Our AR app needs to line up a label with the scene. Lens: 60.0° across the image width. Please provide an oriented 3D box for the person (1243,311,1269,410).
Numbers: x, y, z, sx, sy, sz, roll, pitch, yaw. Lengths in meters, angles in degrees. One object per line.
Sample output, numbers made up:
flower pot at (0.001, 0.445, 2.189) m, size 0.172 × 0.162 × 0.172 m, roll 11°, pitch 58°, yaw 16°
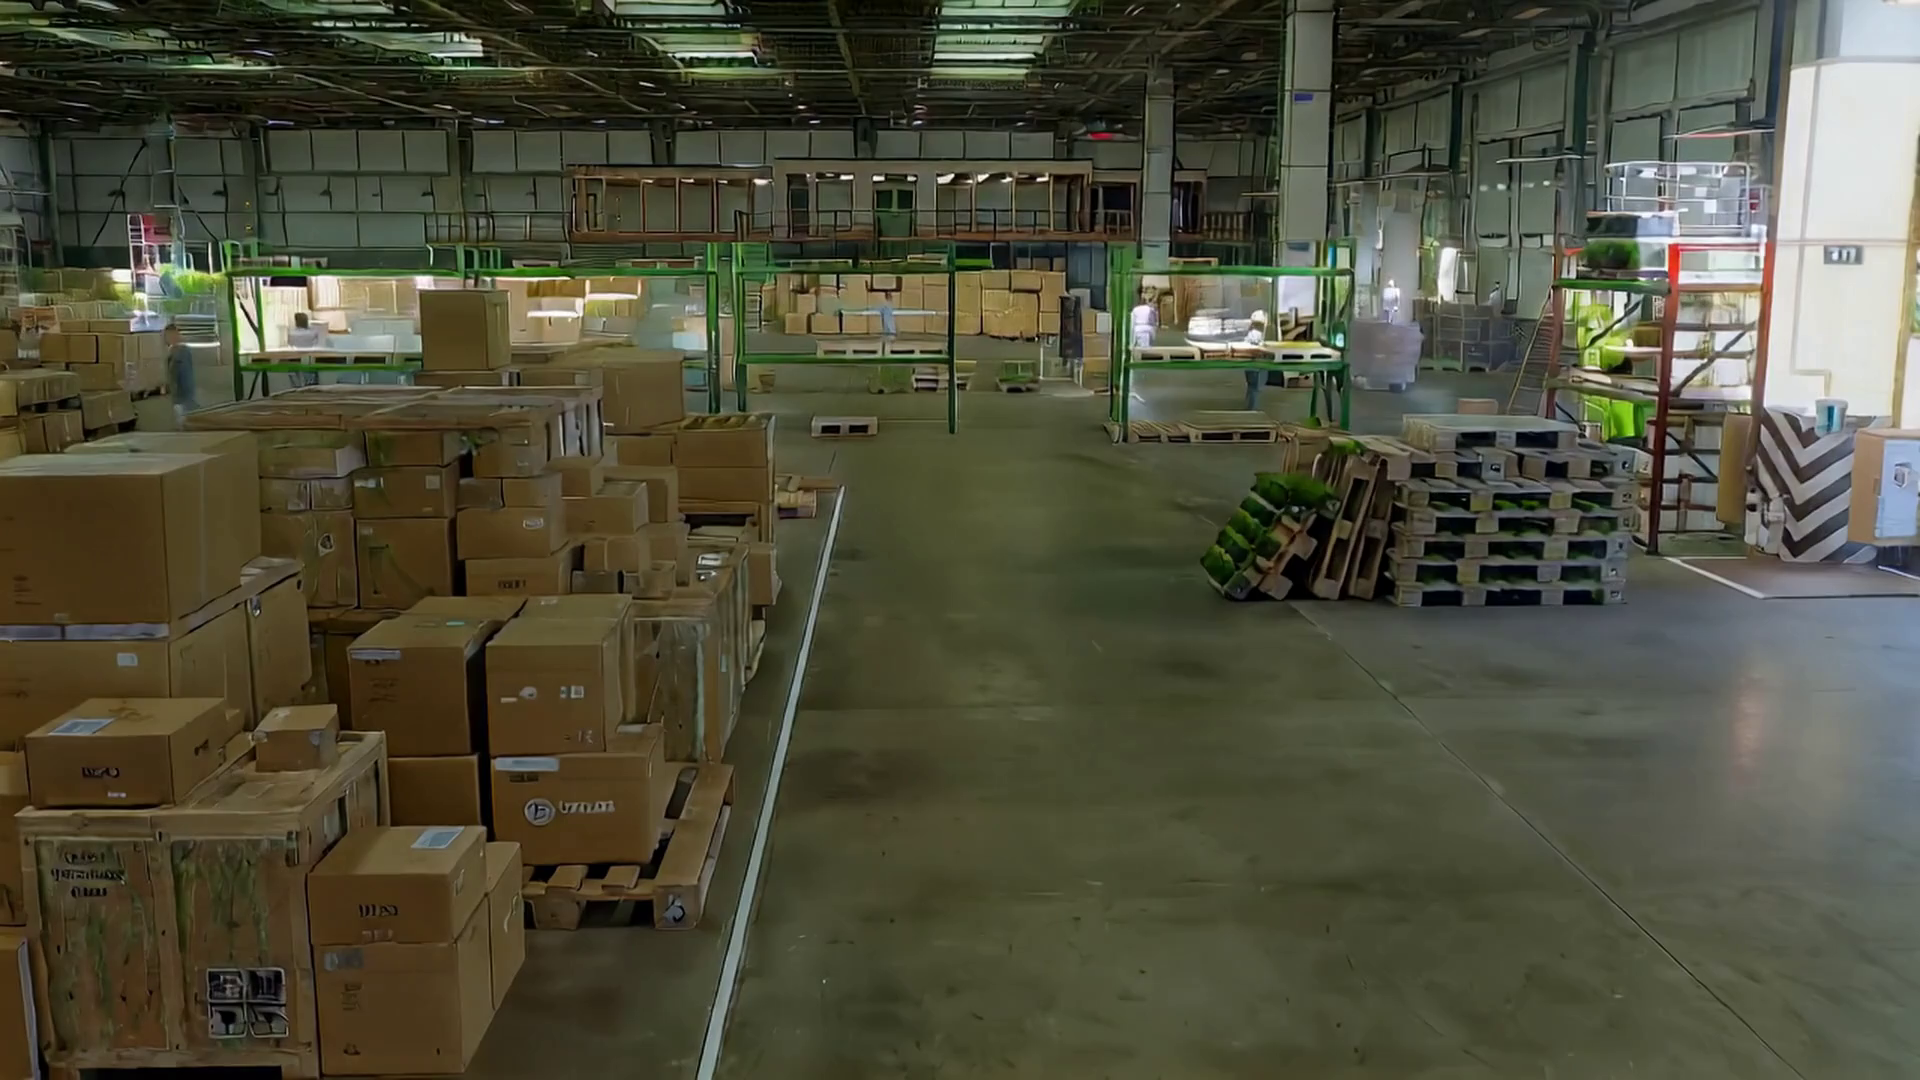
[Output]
person at (4.822, -2.781, 27.170) m, size 0.388 × 1.919 × 0.587 m, roll 1°, pitch 10°, yaw 6°

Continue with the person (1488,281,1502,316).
person at (15.019, -6.301, 46.733) m, size 0.360 × 1.930 × 0.587 m, roll 0°, pitch 10°, yaw -1°

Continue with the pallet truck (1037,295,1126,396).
pallet truck at (2.483, -3.881, 33.060) m, size 1.885 × 1.965 × 0.823 m, roll -7°, pitch 13°, yaw -36°

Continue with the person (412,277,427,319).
person at (-16.986, -7.274, 52.119) m, size 0.604 × 1.925 × 0.796 m, roll 8°, pitch 13°, yaw 38°

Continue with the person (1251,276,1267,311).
person at (11.919, -9.794, 66.052) m, size 0.652 × 1.972 × 0.628 m, roll -3°, pitch 11°, yaw -18°

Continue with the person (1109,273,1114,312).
person at (6.329, -10.565, 70.736) m, size 0.412 × 1.842 × 0.646 m, roll 1°, pitch 10°, yaw 4°

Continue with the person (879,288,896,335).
person at (-1.821, -5.418, 42.003) m, size 0.335 × 1.864 × 0.521 m, roll 8°, pitch 13°, yaw 39°

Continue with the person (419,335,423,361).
person at (-8.329, -2.651, 26.525) m, size 0.581 × 1.882 × 0.339 m, roll 2°, pitch 10°, yaw 12°

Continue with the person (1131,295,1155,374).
person at (4.147, -4.676, 38.000) m, size 0.629 × 1.818 × 0.764 m, roll 0°, pitch 10°, yaw 3°

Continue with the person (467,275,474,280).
person at (-20.314, -10.216, 68.774) m, size 0.508 × 1.847 × 0.345 m, roll -2°, pitch 10°, yaw -11°

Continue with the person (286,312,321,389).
person at (-10.903, -2.848, 27.658) m, size 0.520 × 1.874 × 0.332 m, roll -3°, pitch 11°, yaw -17°

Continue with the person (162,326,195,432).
person at (-10.348, -1.886, 22.159) m, size 0.530 × 1.923 × 0.632 m, roll -1°, pitch 10°, yaw -6°

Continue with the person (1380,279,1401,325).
person at (14.049, -7.611, 54.310) m, size 0.649 × 1.829 × 0.488 m, roll 6°, pitch 12°, yaw 30°

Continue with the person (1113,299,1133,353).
person at (3.393, -4.145, 34.697) m, size 0.374 × 1.939 × 0.629 m, roll 8°, pitch 13°, yaw 39°

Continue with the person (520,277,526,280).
person at (-15.786, -8.631, 60.172) m, size 0.310 × 1.769 × 0.523 m, roll -6°, pitch 12°, yaw -30°
